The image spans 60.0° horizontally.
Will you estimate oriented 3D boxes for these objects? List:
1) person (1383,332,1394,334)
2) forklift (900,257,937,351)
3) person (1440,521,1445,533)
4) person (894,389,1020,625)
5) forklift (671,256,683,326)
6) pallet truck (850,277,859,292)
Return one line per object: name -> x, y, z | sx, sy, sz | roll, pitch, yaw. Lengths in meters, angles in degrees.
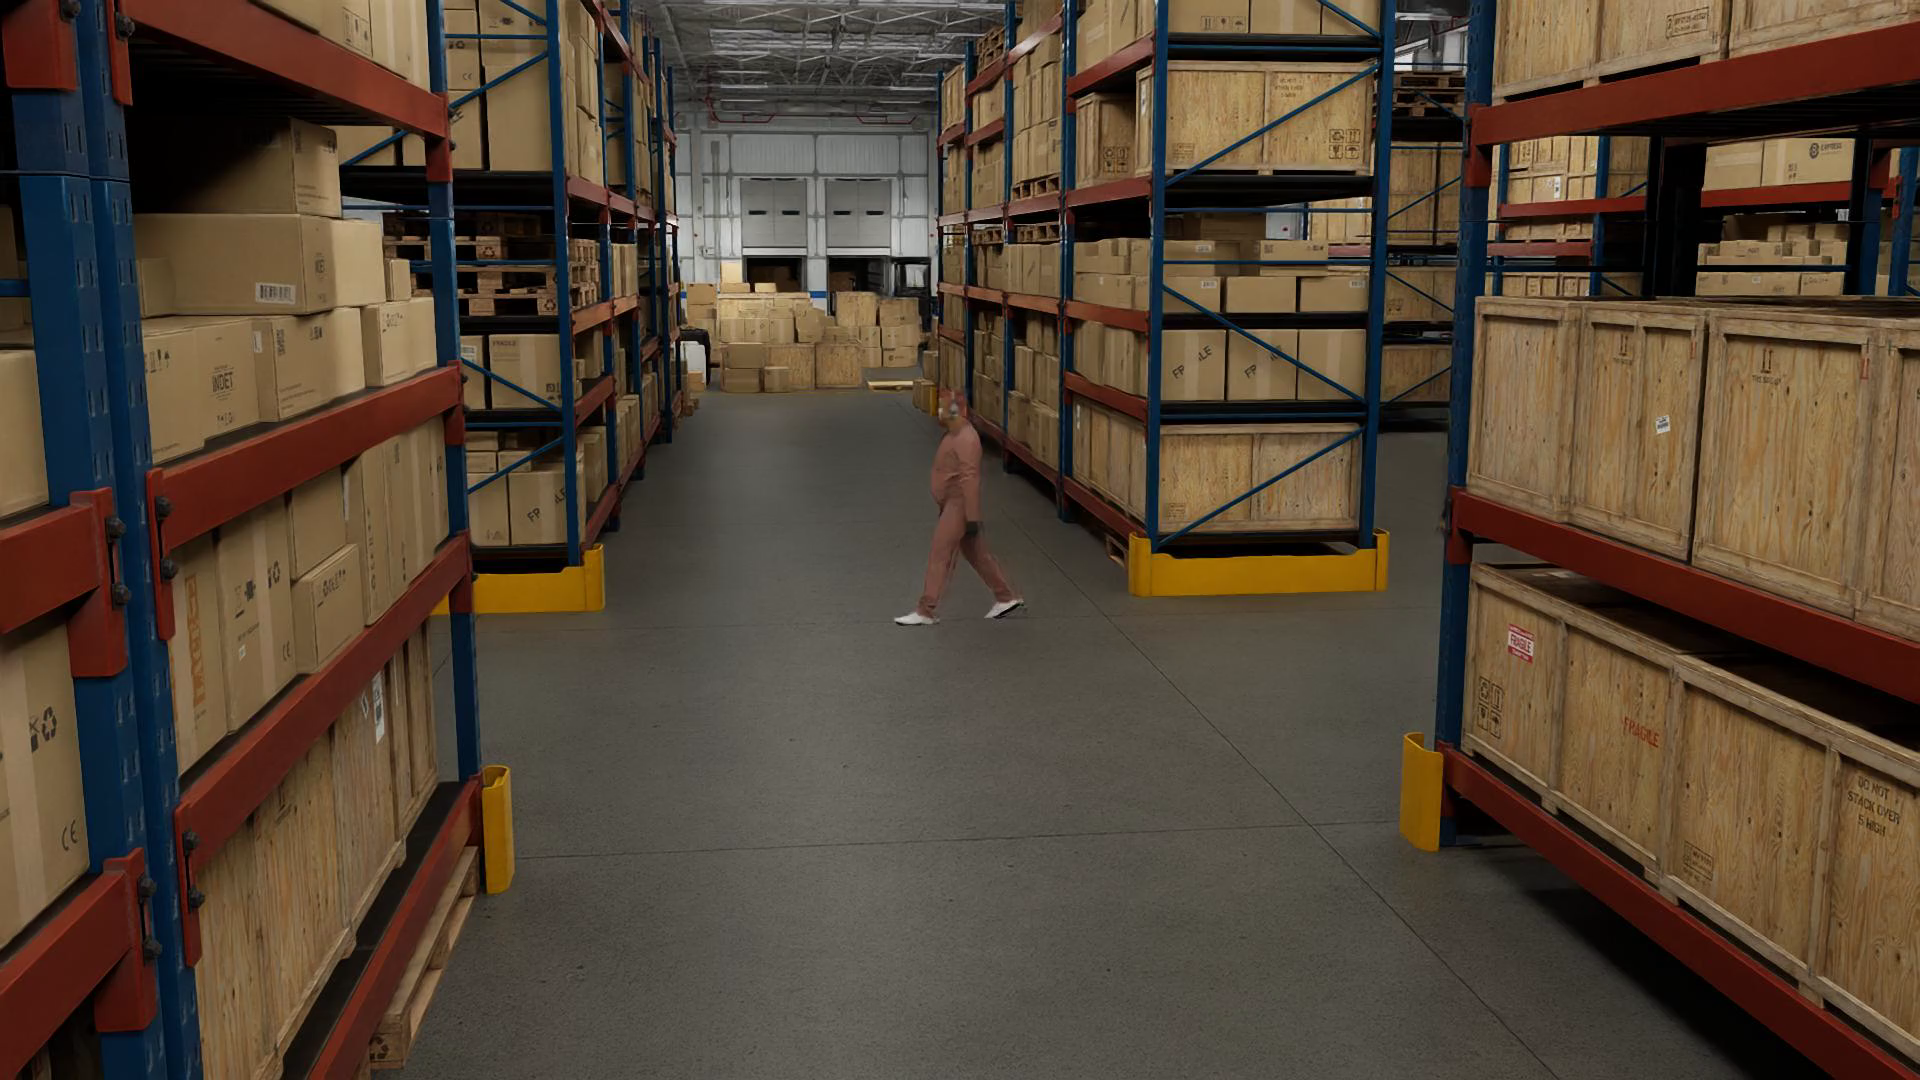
person -> 8.791, -3.908, 34.105 | 0.410, 1.917, 0.564 | 2, 10, 11
forklift -> -1.358, -7.151, 50.199 | 1.129, 2.768, 1.873 | 2, 10, 10
person -> 5.274, -0.797, 16.766 | 0.541, 1.657, 0.874 | -9, 13, -43
person -> 0.013, -0.260, 13.059 | 0.994, 1.864, 0.664 | -1, 10, -6
forklift -> -11.330, -9.537, 64.090 | 1.129, 2.768, 1.873 | -1, 10, -7
pallet truck -> -3.782, -9.391, 65.808 | 1.885, 1.965, 0.823 | 2, 10, 10
